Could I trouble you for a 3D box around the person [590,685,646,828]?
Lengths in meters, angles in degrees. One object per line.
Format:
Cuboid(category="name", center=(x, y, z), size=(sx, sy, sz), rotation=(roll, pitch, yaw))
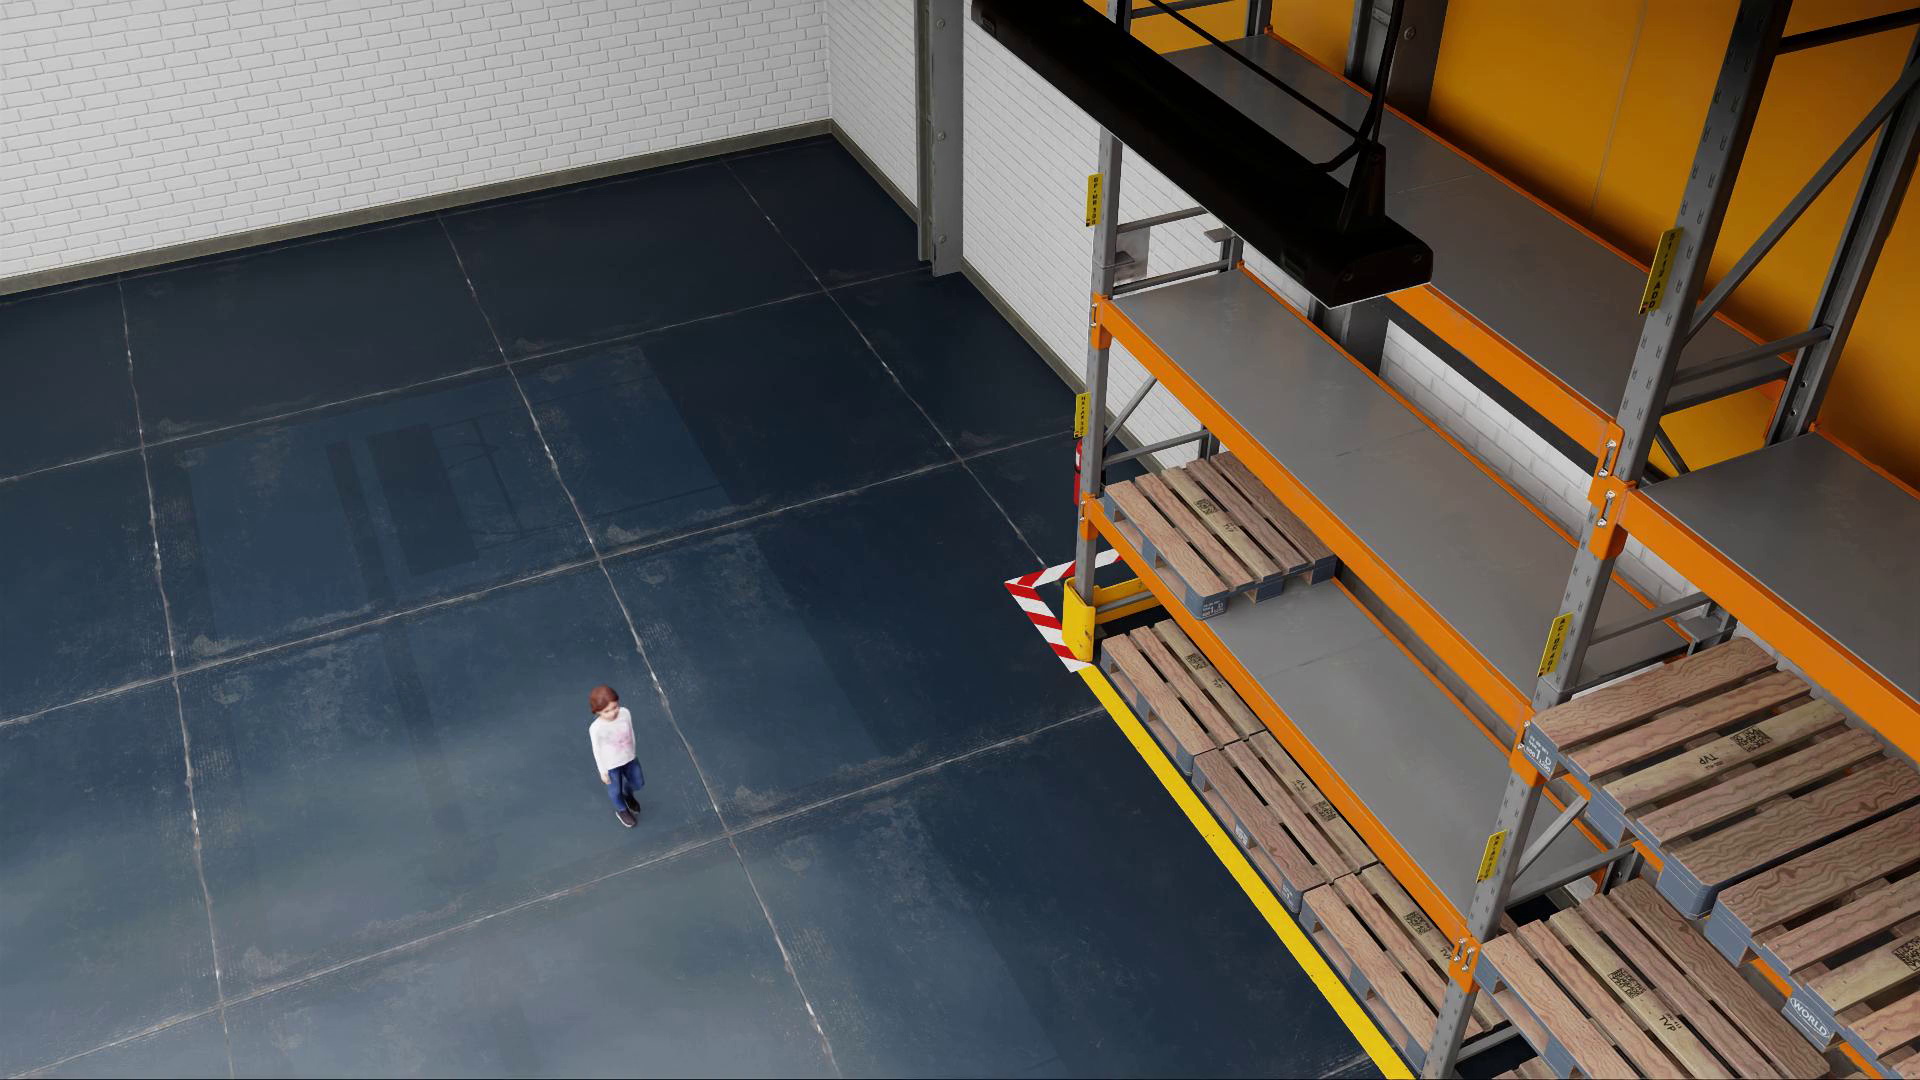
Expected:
Cuboid(category="person", center=(-2.125, 1.295, 10.159), size=(0.495, 1.103, 0.537), rotation=(-28, 46, -30))
